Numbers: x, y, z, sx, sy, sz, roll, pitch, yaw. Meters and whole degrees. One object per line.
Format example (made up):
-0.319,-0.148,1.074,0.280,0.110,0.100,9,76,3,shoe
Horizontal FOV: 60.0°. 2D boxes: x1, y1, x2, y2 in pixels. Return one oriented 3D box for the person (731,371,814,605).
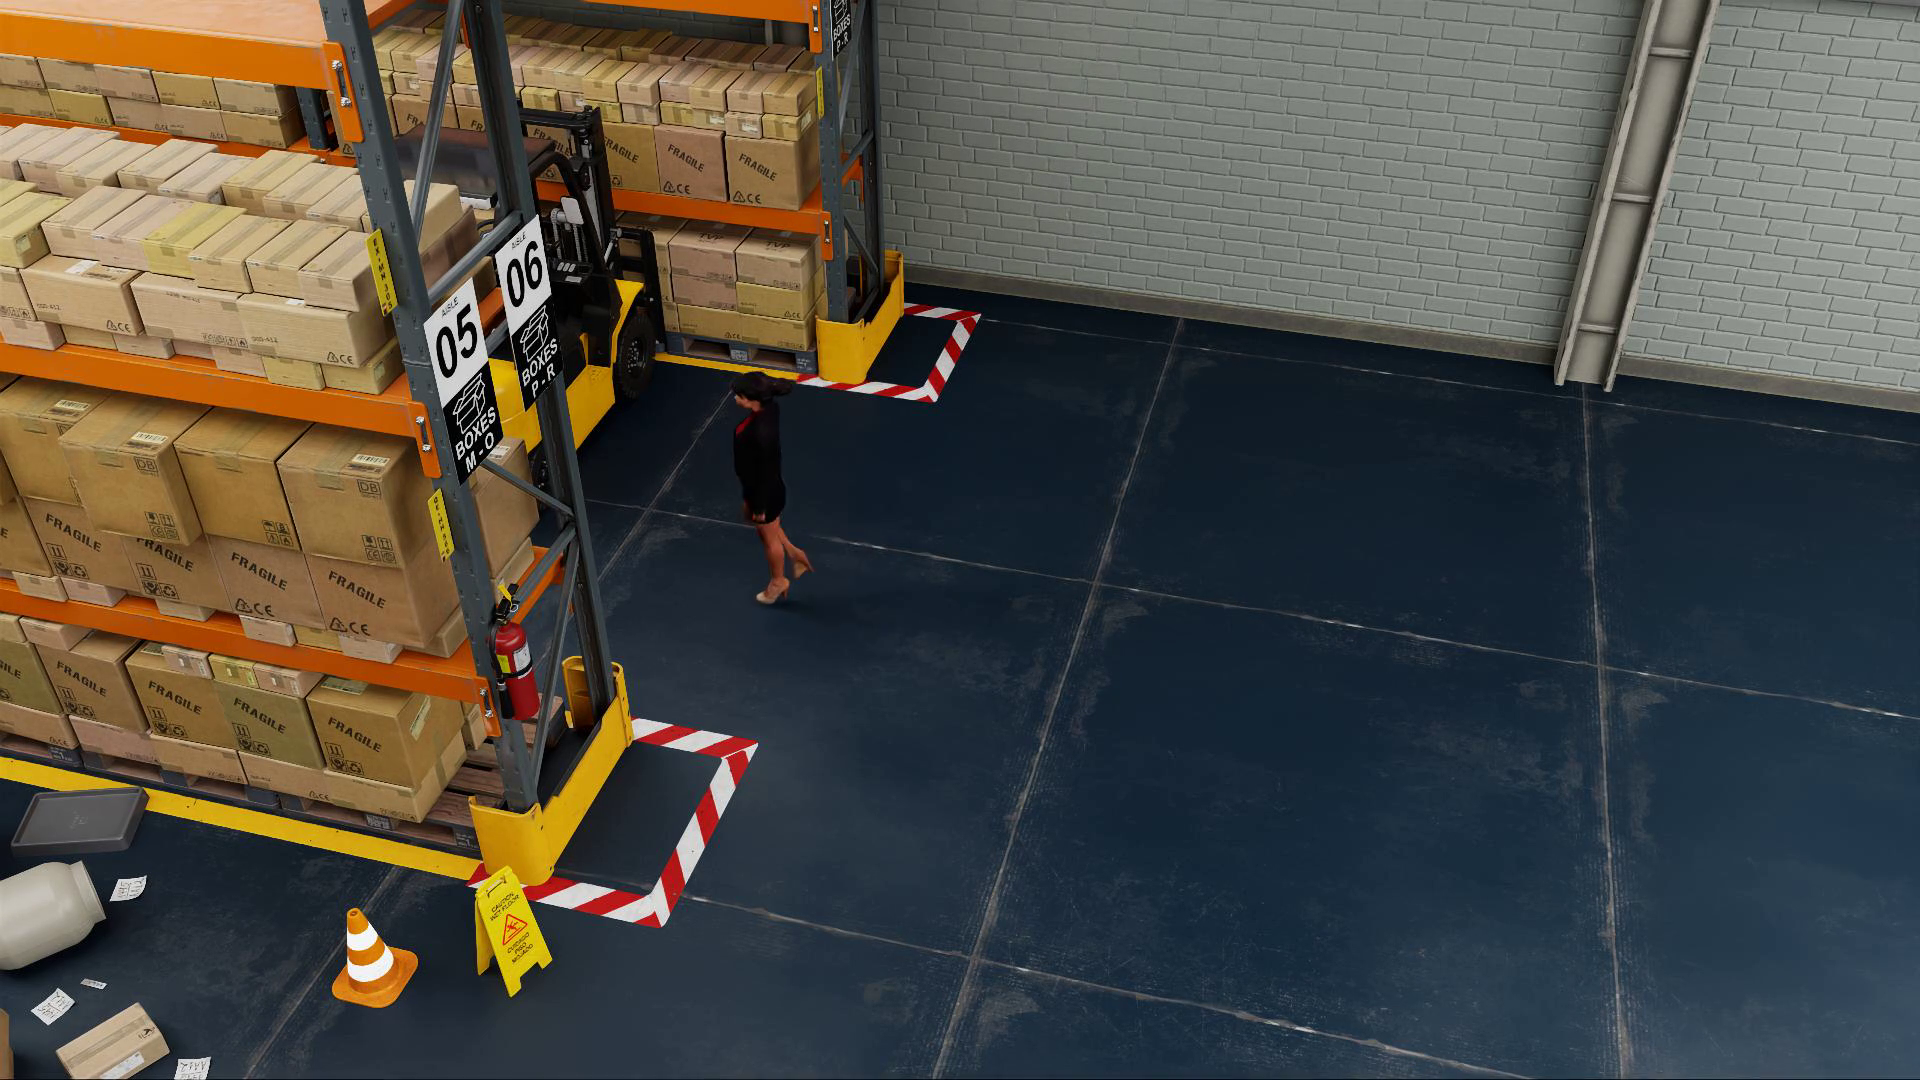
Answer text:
-1.058,-0.288,9.716,0.723,1.630,0.686,-1,37,-1,person
